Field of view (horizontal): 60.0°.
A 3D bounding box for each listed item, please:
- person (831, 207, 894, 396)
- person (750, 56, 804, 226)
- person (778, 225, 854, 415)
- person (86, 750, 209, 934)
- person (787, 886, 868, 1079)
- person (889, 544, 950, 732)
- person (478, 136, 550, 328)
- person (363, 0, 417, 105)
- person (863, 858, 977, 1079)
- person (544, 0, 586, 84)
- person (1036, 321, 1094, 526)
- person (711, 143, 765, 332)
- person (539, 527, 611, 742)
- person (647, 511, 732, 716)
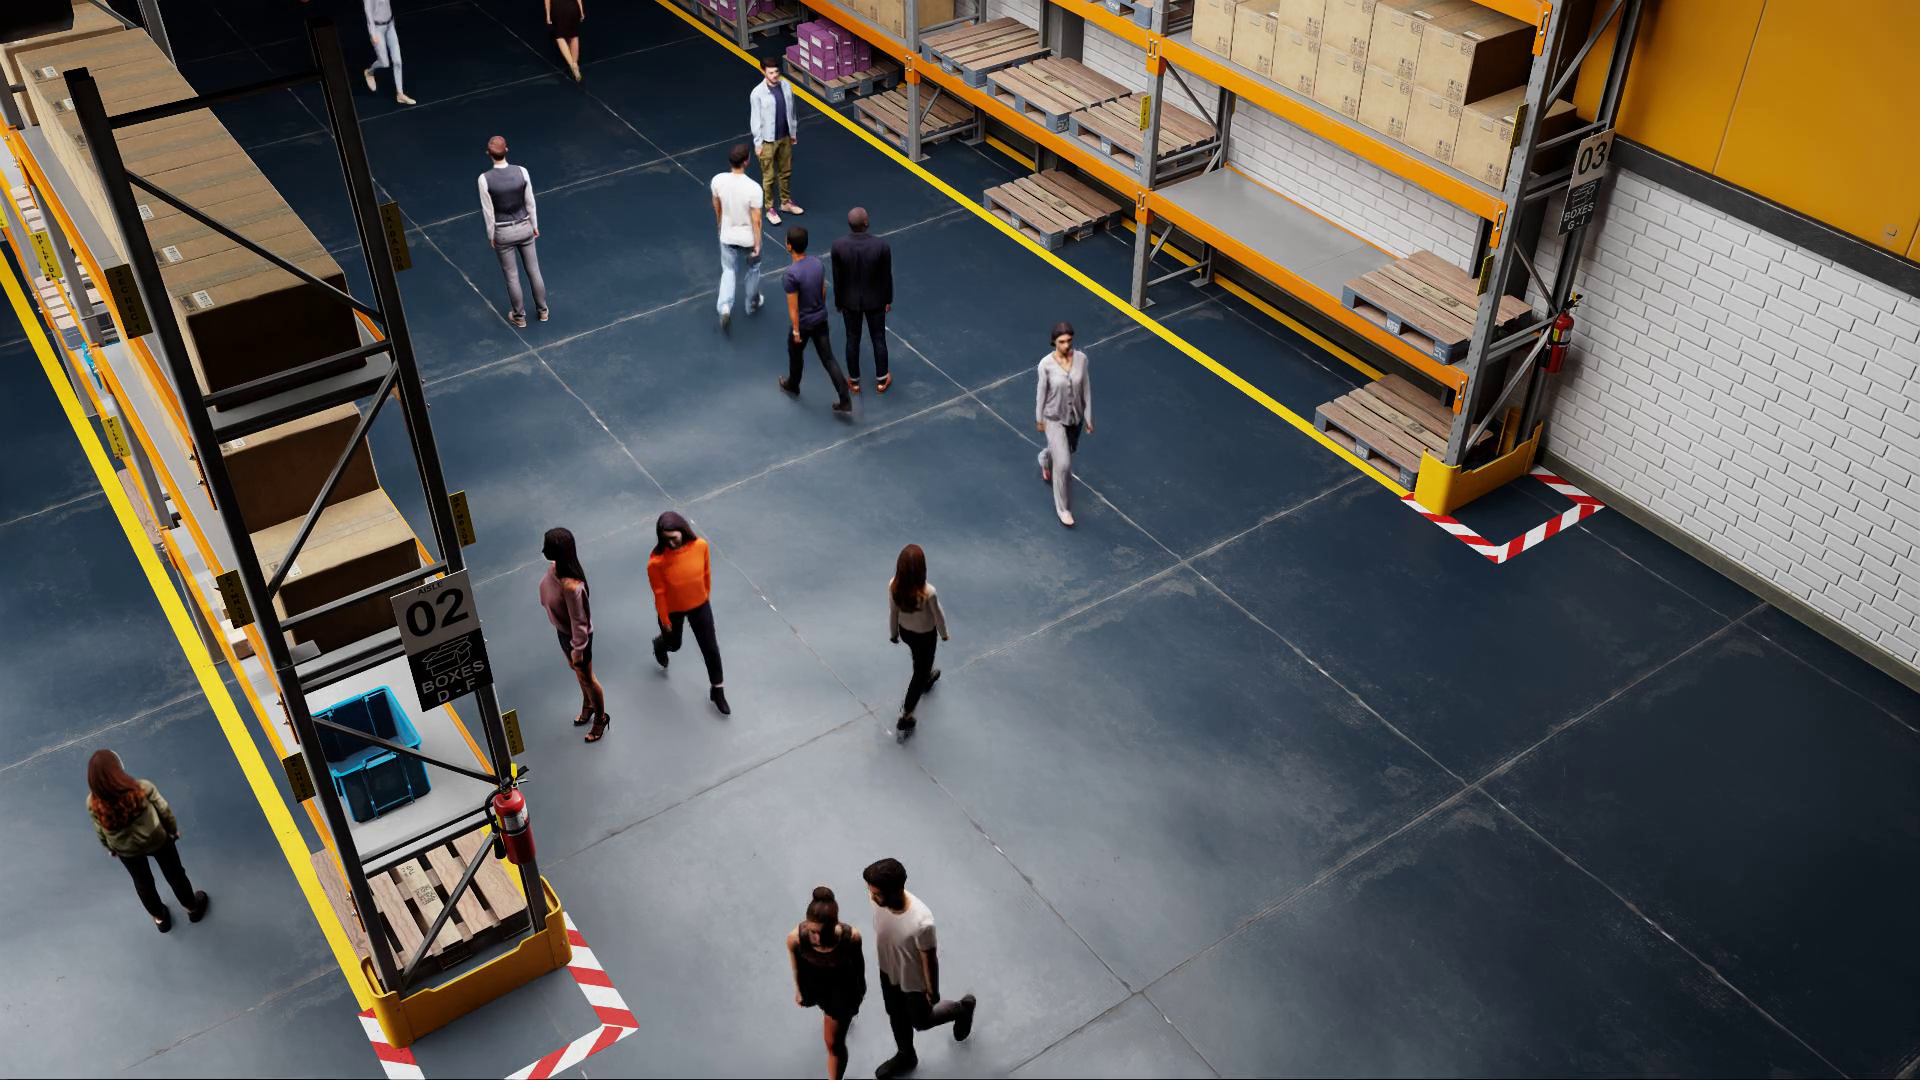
[{"bbox_3d":[-0.866,-2.125,14.856,0.787,1.818,0.808,0,39,0],"label":"person"},{"bbox_3d":[-1.954,-4.236,17.507,0.695,1.808,0.601,-31,48,-33],"label":"person"},{"bbox_3d":[-1.258,-1.867,14.593,1.216,1.742,0.795,31,48,33],"label":"person"},{"bbox_3d":[-4.999,1.839,10.167,0.629,1.475,0.590,-13,40,-16],"label":"person"},{"bbox_3d":[-0.712,2.422,9.309,1.032,1.635,1.113,4,39,5],"label":"person"},{"bbox_3d":[-0.311,0.693,11.614,0.960,1.461,0.851,20,43,23],"label":"person"},{"bbox_3d":[-4.235,-2.931,15.769,0.680,1.938,0.602,-18,42,-21],"label":"person"},{"bbox_3d":[-6.957,-6.077,19.838,1.030,1.776,0.854,18,42,21],"label":"person"},{"bbox_3d":[-0.230,2.363,9.332,0.885,1.699,0.796,27,46,30],"label":"person"},{"bbox_3d":[-4.779,-6.380,20.246,0.700,1.741,0.913,-17,42,-20],"label":"person"},{"bbox_3d":[0.813,-1.042,13.564,0.770,1.738,1.123,-14,41,-17],"label":"person"},{"bbox_3d":[-2.114,-2.841,15.743,1.081,1.829,1.115,8,39,10],"label":"person"},{"bbox_3d":[-2.635,0.644,11.394,0.695,1.812,0.494,-19,42,-22],"label":"person"},{"bbox_3d":[-1.994,0.446,11.720,0.662,1.714,1.077,-22,44,-25],"label":"person"}]
